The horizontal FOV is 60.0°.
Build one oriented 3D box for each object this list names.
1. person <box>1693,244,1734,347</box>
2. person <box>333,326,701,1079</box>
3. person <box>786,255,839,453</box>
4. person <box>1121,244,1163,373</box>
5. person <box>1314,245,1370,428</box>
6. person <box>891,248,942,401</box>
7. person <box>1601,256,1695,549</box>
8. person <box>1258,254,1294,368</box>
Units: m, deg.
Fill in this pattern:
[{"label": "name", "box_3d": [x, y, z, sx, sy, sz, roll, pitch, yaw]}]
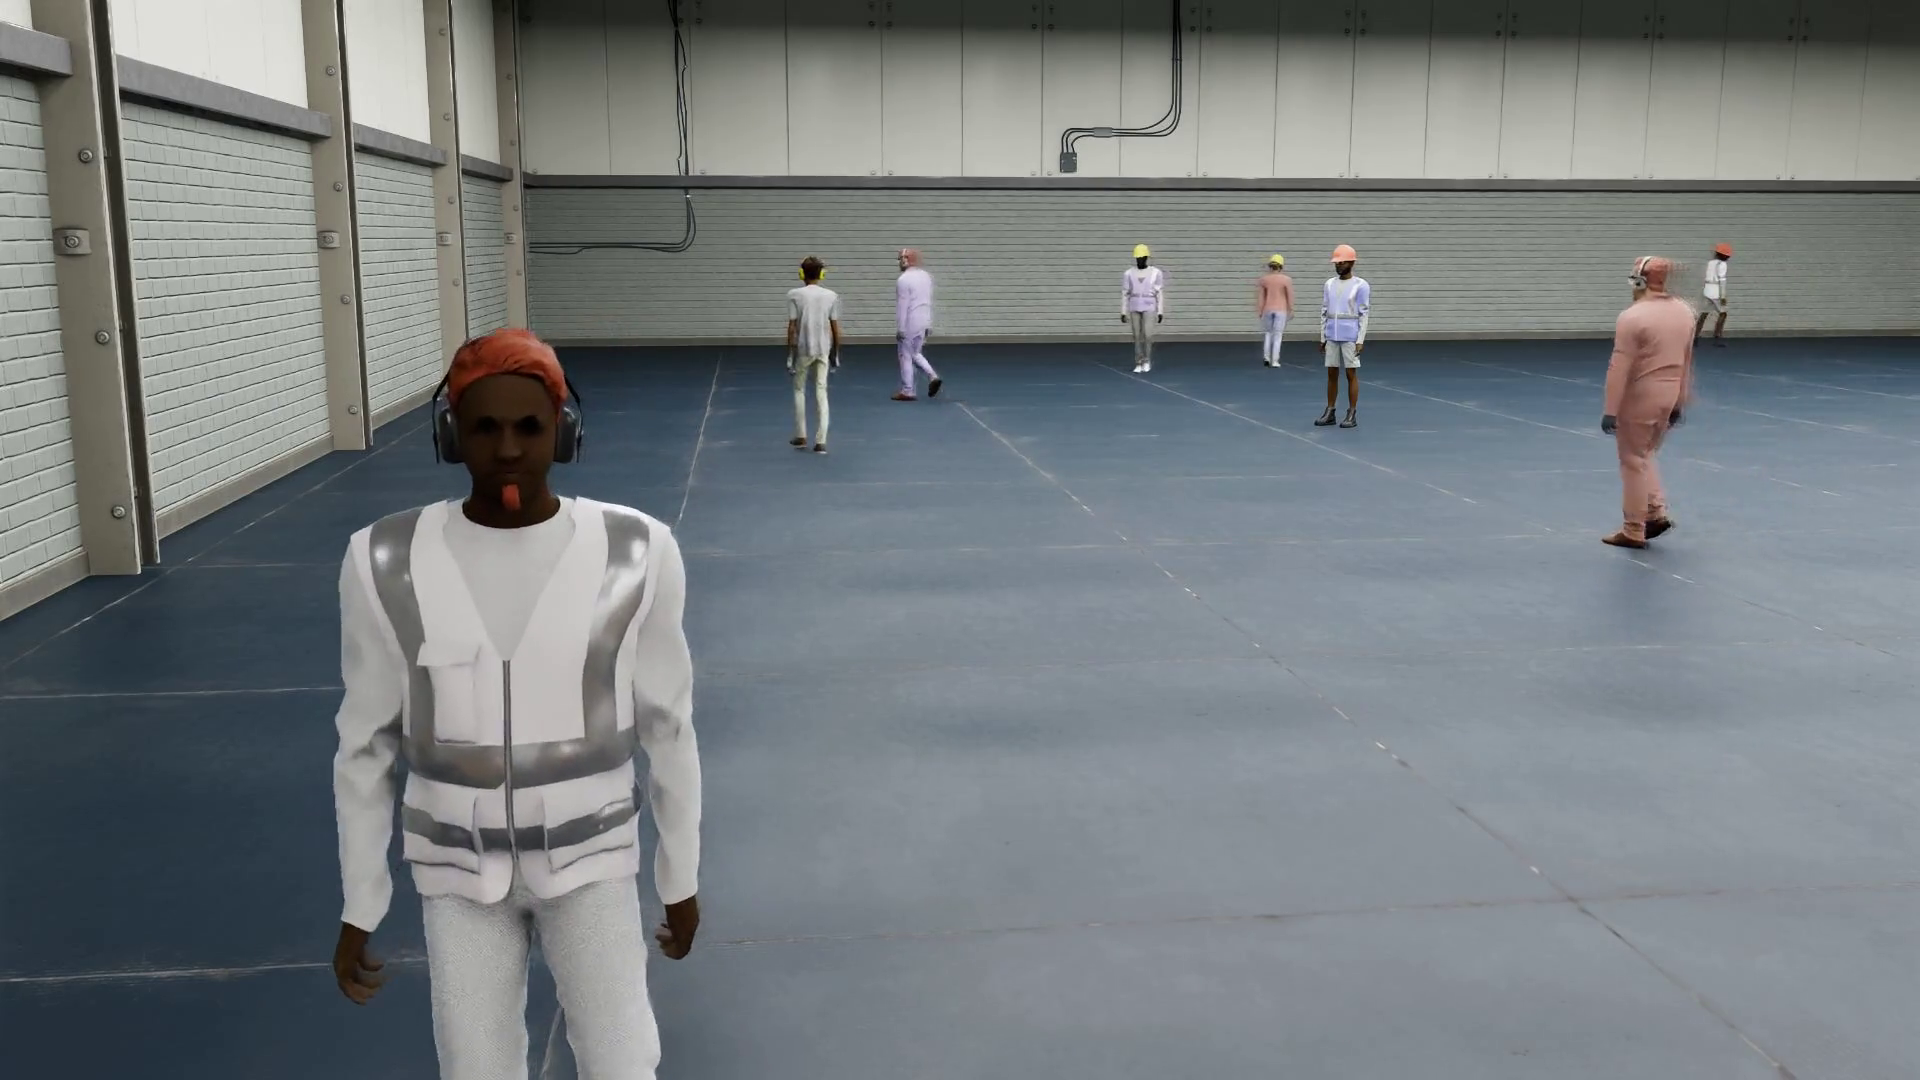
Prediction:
[{"label": "person", "box_3d": [13.925, -4.492, 30.611, 0.630, 1.892, 0.645, -2, 10, -9]}, {"label": "person", "box_3d": [-0.746, 0.580, 2.837, 0.600, 1.875, 0.504, -1, 10, -6]}, {"label": "person", "box_3d": [-1.424, -1.757, 15.750, 0.550, 1.841, 0.782, -4, 11, -19]}, {"label": "person", "box_3d": [2.682, -3.423, 24.707, 0.610, 1.904, 0.606, 3, 11, 18]}, {"label": "person", "box_3d": [4.066, -2.163, 17.713, 0.547, 1.937, 0.362, 10, 14, 42]}, {"label": "person", "box_3d": [-0.565, -2.648, 20.492, 0.533, 1.887, 0.659, 6, 12, 30]}, {"label": "person", "box_3d": [4.417, -0.884, 10.806, 0.669, 1.894, 0.432, -6, 12, -30]}, {"label": "person", "box_3d": [4.923, -3.560, 25.906, 0.536, 1.750, 0.551, 6, 12, 28]}]
